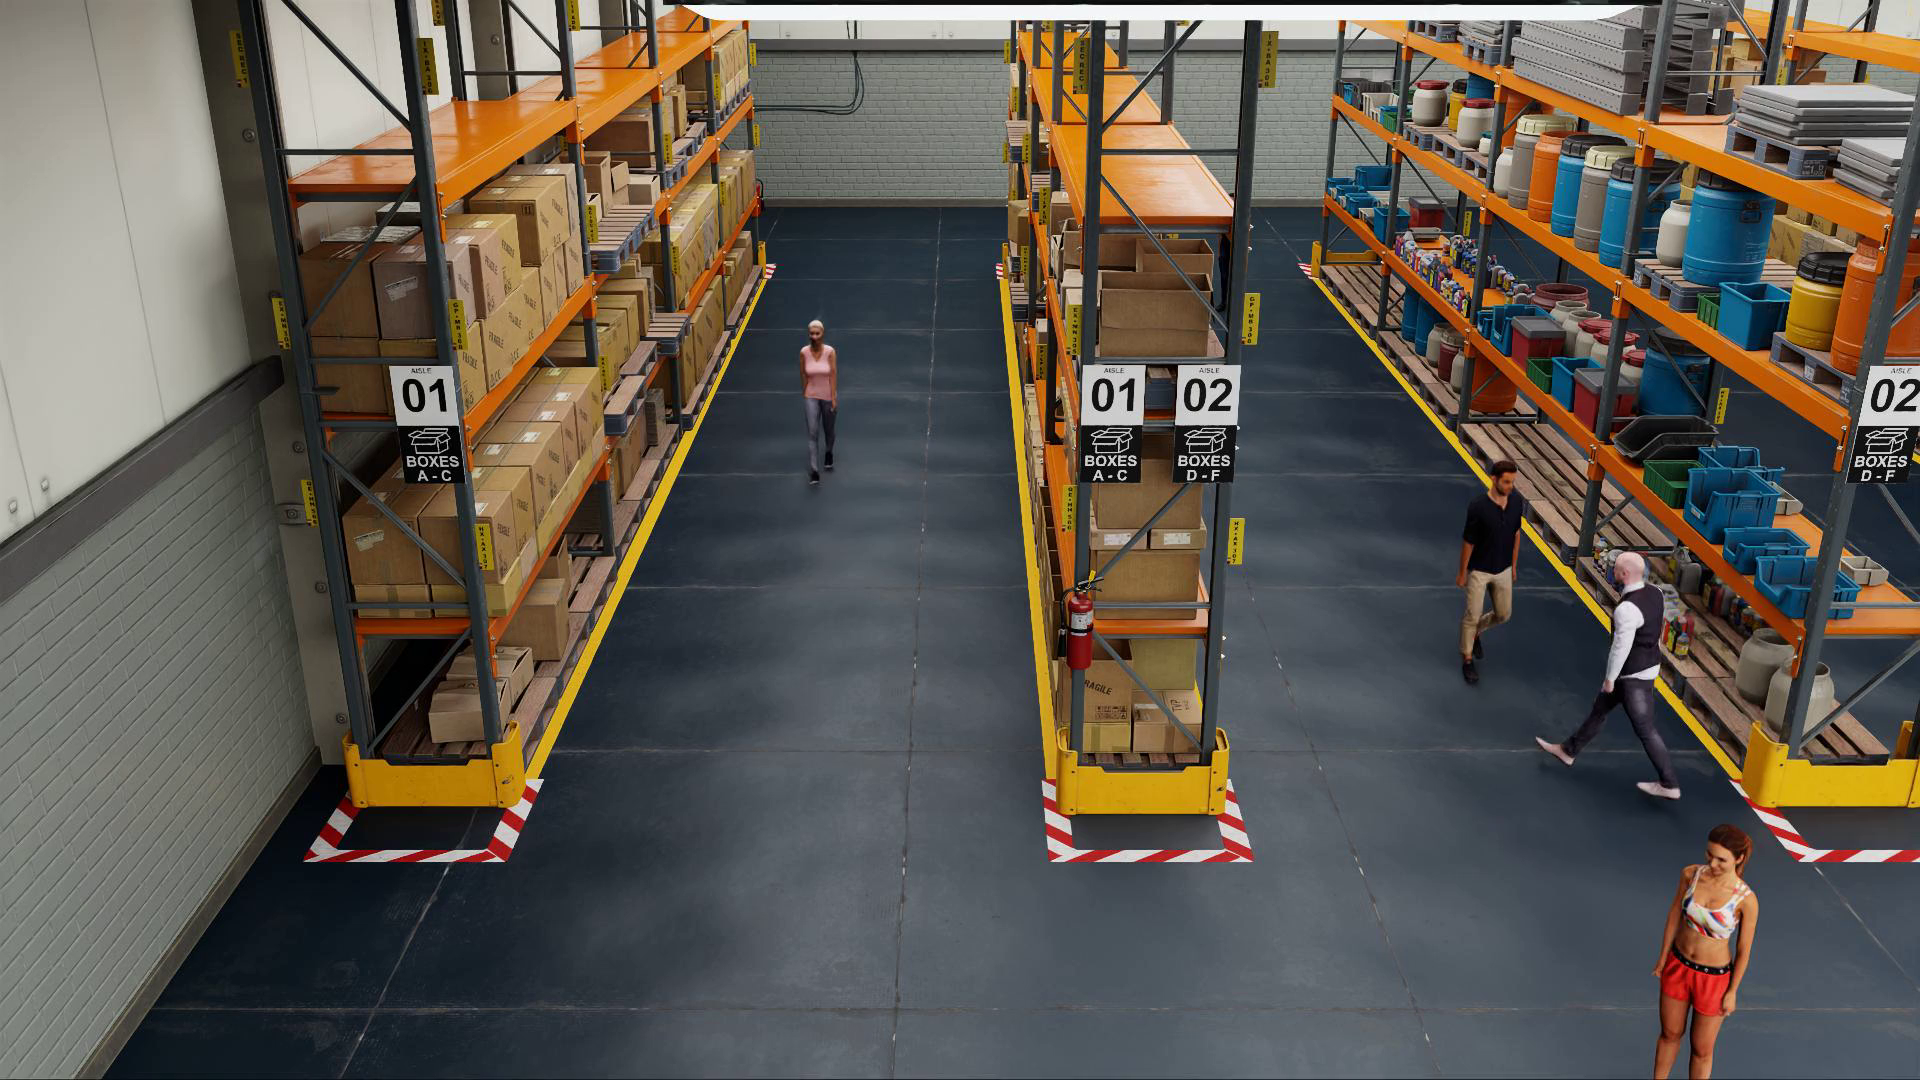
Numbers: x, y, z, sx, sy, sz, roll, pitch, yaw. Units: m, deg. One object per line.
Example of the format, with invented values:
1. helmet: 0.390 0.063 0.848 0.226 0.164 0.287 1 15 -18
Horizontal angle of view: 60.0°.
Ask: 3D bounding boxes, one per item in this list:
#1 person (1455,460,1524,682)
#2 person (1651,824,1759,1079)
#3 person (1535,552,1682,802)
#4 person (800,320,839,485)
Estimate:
1. person: 4.172 0.205 13.267 0.743 1.836 0.784 -3 22 -8
2. person: 3.750 2.208 8.431 0.742 1.789 0.668 -17 28 -35
3. person: 4.716 0.996 11.449 1.288 1.749 1.335 17 28 36
4. person: -1.459 -1.495 17.630 0.559 1.680 1.143 0 22 0
